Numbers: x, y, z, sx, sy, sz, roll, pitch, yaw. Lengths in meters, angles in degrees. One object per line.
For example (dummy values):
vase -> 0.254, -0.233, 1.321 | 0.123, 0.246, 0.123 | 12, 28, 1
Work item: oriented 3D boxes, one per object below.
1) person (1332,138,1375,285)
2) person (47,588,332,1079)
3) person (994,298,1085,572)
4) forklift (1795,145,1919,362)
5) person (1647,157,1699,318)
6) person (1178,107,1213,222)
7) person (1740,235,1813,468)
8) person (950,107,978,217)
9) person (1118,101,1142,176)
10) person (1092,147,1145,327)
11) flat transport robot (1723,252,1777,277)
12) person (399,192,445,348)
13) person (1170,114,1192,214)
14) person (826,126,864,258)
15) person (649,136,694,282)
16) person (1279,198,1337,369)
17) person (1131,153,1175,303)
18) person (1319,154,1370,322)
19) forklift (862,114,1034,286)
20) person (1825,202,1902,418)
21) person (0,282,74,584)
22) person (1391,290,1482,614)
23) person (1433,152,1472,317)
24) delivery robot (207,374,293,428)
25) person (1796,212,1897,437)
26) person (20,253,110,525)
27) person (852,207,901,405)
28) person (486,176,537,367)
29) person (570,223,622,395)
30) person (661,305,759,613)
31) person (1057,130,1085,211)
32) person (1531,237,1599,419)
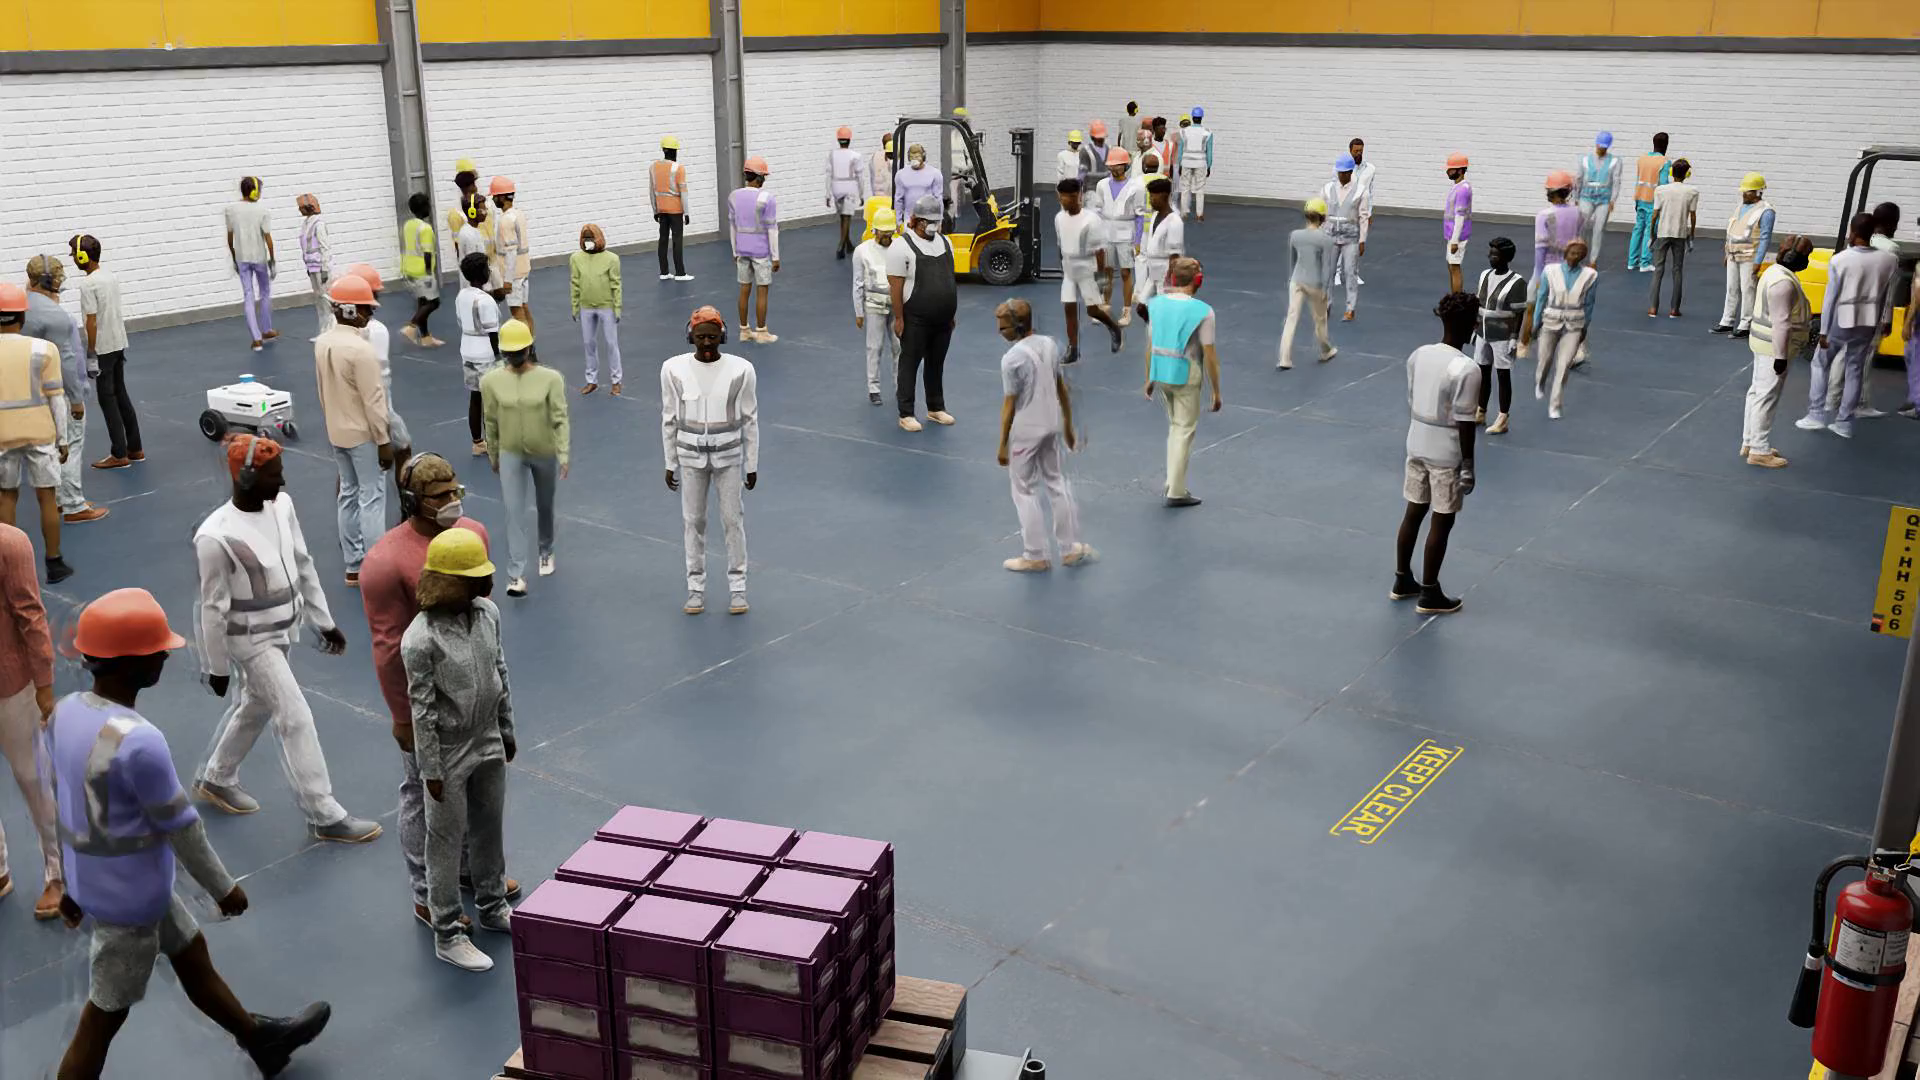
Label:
person -> 5.194, -4.354, 22.074 | 0.592, 1.919, 0.392 | -3, 18, -11
person -> -2.544, 1.055, 5.218 | 1.035, 1.873, 0.541 | -16, 24, -41
person -> 0.535, -0.679, 10.771 | 0.700, 1.802, 0.417 | -16, 24, -40
forklift -> 9.803, -2.879, 17.013 | 2.313, 2.155, 1.214 | 12, 21, 33
person -> 8.438, -3.580, 19.733 | 0.514, 1.871, 0.327 | 8, 19, 23
person -> 4.046, -6.461, 28.641 | 0.601, 1.939, 0.418 | 4, 18, 13
person -> 6.554, -1.517, 13.337 | 0.429, 1.837, 0.621 | 5, 18, 16
person -> 0.099, -6.610, 29.163 | 0.786, 1.914, 0.586 | -15, 23, -39
person -> 3.251, -7.402, 31.685 | 0.537, 1.869, 0.314 | 8, 19, 23
person -> 1.802, -3.478, 19.130 | 0.615, 2.043, 0.373 | 10, 20, 28
flat transport robot -> 11.141, -3.837, 23.120 | 0.652, 0.197, 1.431 | 3, 18, 10
person -> -5.806, -2.861, 17.772 | 0.449, 1.683, 0.540 | -16, 24, -41
person -> 3.994, -6.726, 29.767 | 0.531, 1.754, 0.342 | -2, 18, -7
person -> -1.710, -5.146, 24.585 | 0.553, 1.898, 0.983 | 4, 18, 13
person -> -3.881, -4.450, 22.364 | 0.593, 1.922, 0.384 | 9, 20, 26
person -> 3.567, -2.609, 16.948 | 0.532, 1.715, 0.940 | 14, 23, 37
person -> 2.350, -3.879, 20.733 | 0.628, 1.836, 0.430 | -7, 19, -20
person -> 4.472, -3.535, 19.485 | 0.610, 1.939, 0.417 | 10, 20, 30
forklift -> -0.171, -4.594, 22.377 | 2.313, 2.155, 1.214 | 1, 18, 3
person -> 8.139, -2.052, 14.913 | 0.418, 1.907, 0.620 | -4, 18, -12
person -> -5.956, -0.664, 10.566 | 0.575, 1.909, 0.518 | -6, 19, -18
person -> 2.905, -0.531, 10.050 | 0.367, 1.959, 0.606 | -7, 19, -20
person -> 5.867, -3.627, 19.786 | 0.389, 1.930, 0.544 | 3, 18, 10
delivery robot -> -6.041, -1.165, 14.151 | 0.707, 0.478, 0.477 | 8, 20, 25
person -> 7.608, -1.853, 14.277 | 0.609, 1.900, 0.596 | 0, 18, -1
person -> -6.375, -1.053, 11.745 | 0.636, 1.928, 0.380 | 15, 23, 38
person -> -0.690, -2.154, 15.356 | 0.601, 1.819, 0.403 | -7, 19, -21
person -> -4.580, -2.729, 16.963 | 0.377, 1.932, 0.551 | 0, 18, 0
person -> -3.440, -2.184, 15.761 | 0.502, 1.627, 0.271 | 3, 18, 8
person -> -1.493, -0.474, 10.004 | 0.575, 1.880, 0.360 | -1, 18, -2
person -> 1.765, -5.474, 25.844 | 0.526, 1.758, 0.365 | -2, 18, -5
person -> 5.427, -1.939, 15.000 | 0.528, 1.611, 0.638 | 5, 18, 14
